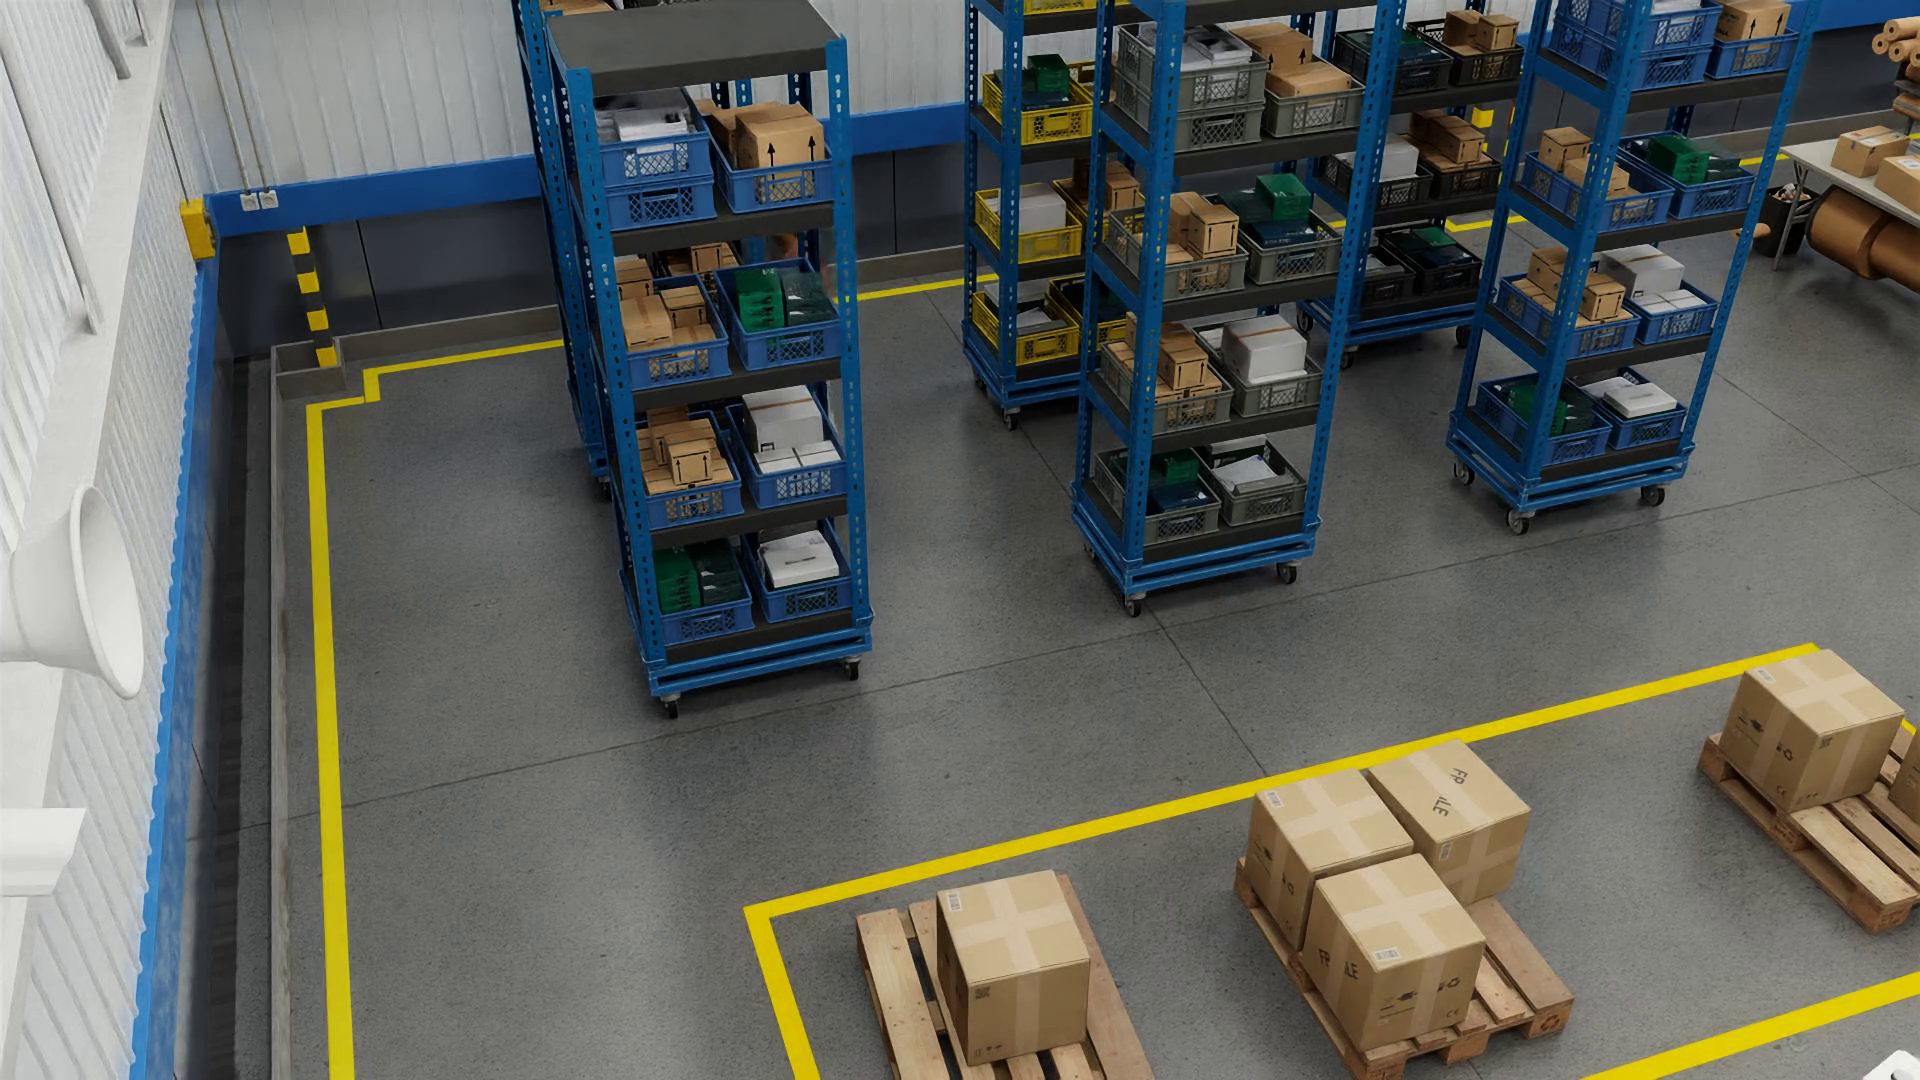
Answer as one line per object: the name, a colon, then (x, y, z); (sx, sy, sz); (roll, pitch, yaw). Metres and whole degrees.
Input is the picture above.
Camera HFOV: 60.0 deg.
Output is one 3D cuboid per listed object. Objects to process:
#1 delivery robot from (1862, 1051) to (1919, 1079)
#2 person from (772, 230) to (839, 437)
delivery robot: (3.844, 2.321, 6.417); (0.477, 0.478, 0.707); (-21, 41, -28)
person: (-0.947, -1.181, 10.262); (0.410, 1.951, 0.643); (-10, 36, -13)
